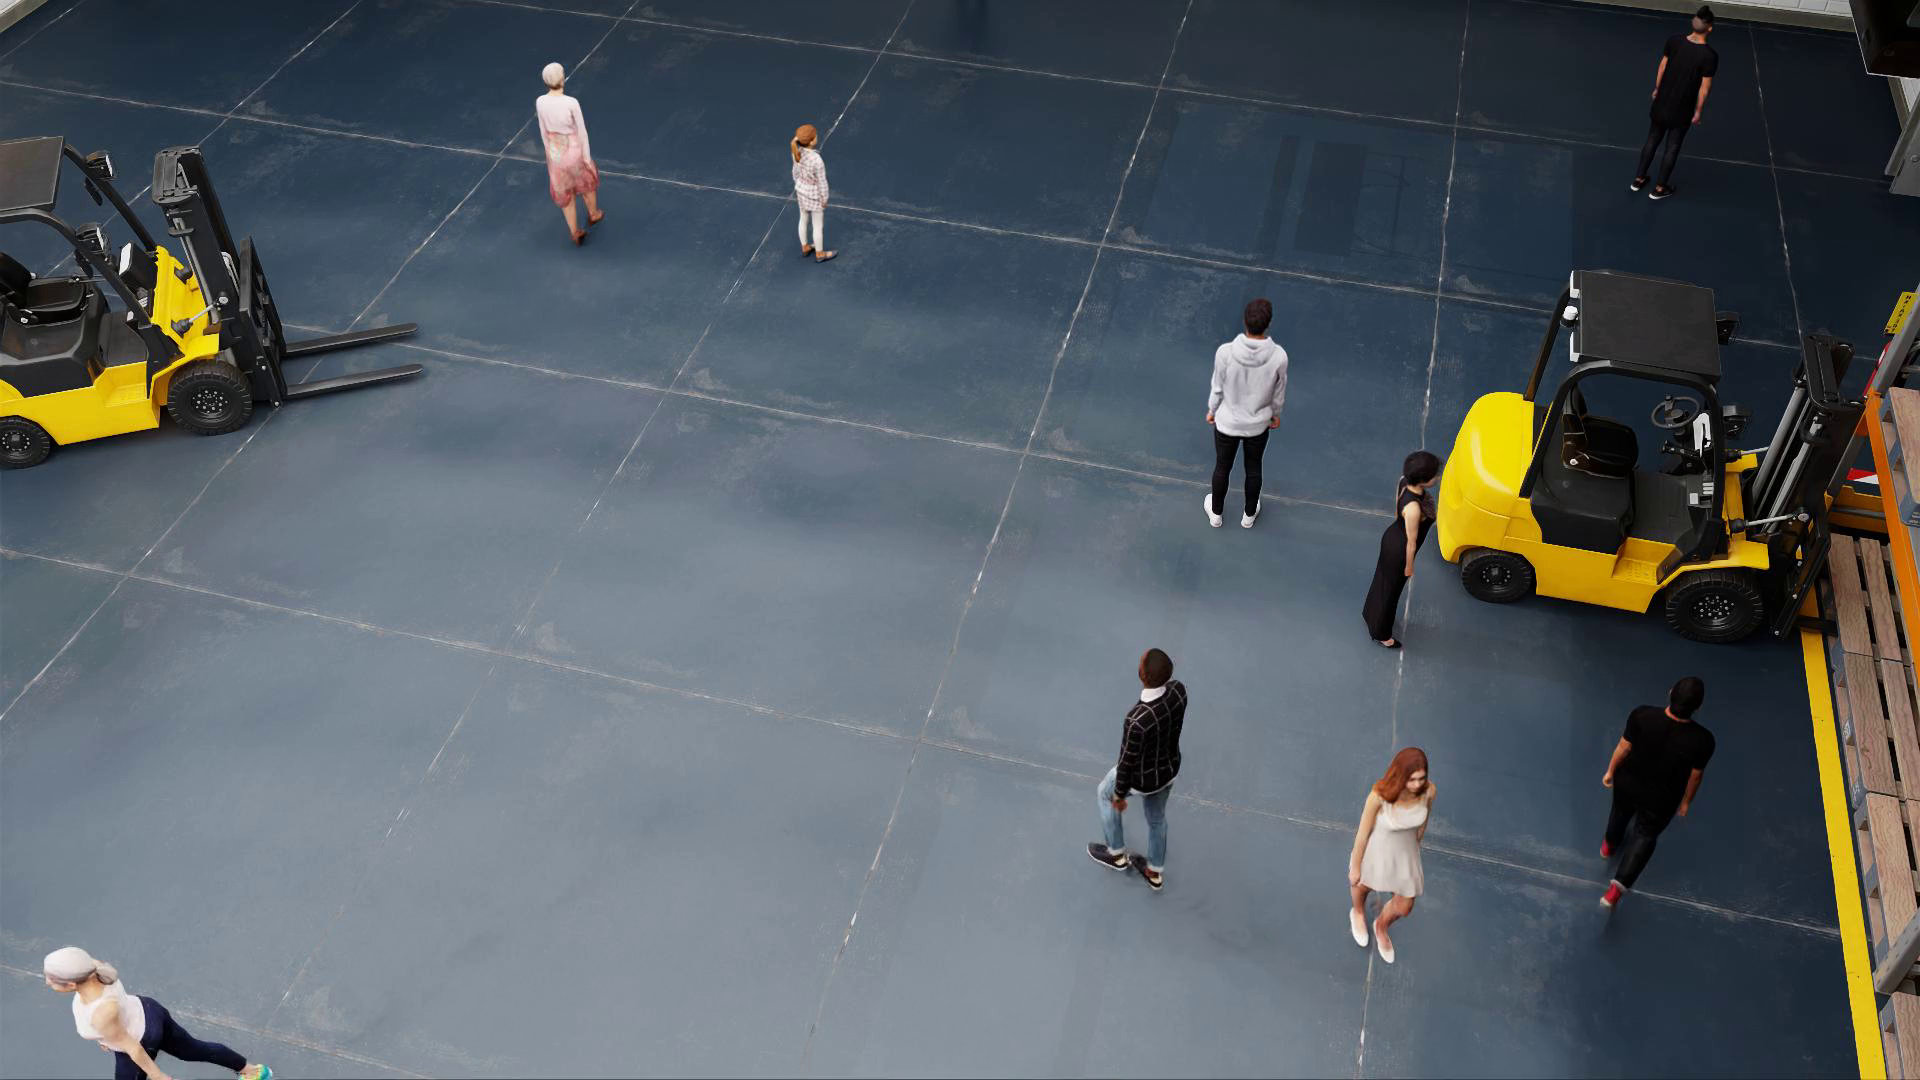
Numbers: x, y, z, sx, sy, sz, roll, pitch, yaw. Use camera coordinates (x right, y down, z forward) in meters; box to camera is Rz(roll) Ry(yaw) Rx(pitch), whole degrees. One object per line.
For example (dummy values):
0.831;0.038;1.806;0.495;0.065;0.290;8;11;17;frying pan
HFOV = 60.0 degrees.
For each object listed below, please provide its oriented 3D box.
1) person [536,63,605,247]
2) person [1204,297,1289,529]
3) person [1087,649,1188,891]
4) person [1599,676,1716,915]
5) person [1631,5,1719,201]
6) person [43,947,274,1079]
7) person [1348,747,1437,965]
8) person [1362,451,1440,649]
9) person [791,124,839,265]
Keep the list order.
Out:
-3.458;-3.321;14.563;0.685;1.671;0.842;4;44;5;person
2.016;-0.875;11.808;0.722;1.929;0.632;3;44;3;person
1.151;1.383;9.538;0.851;1.791;0.917;-30;51;-27;person
3.918;1.452;9.505;0.882;1.736;1.139;26;50;25;person
6.533;-4.006;15.142;0.799;1.864;0.769;-28;50;-26;person
-4.055;2.509;8.453;1.220;1.656;1.185;-22;48;-22;person
2.368;1.666;9.307;0.657;1.699;0.695;0;44;0;person
2.922;0.051;11.070;0.682;1.607;0.523;1;44;1;person
-1.309;-3.032;14.519;0.605;1.311;0.629;31;52;29;person
